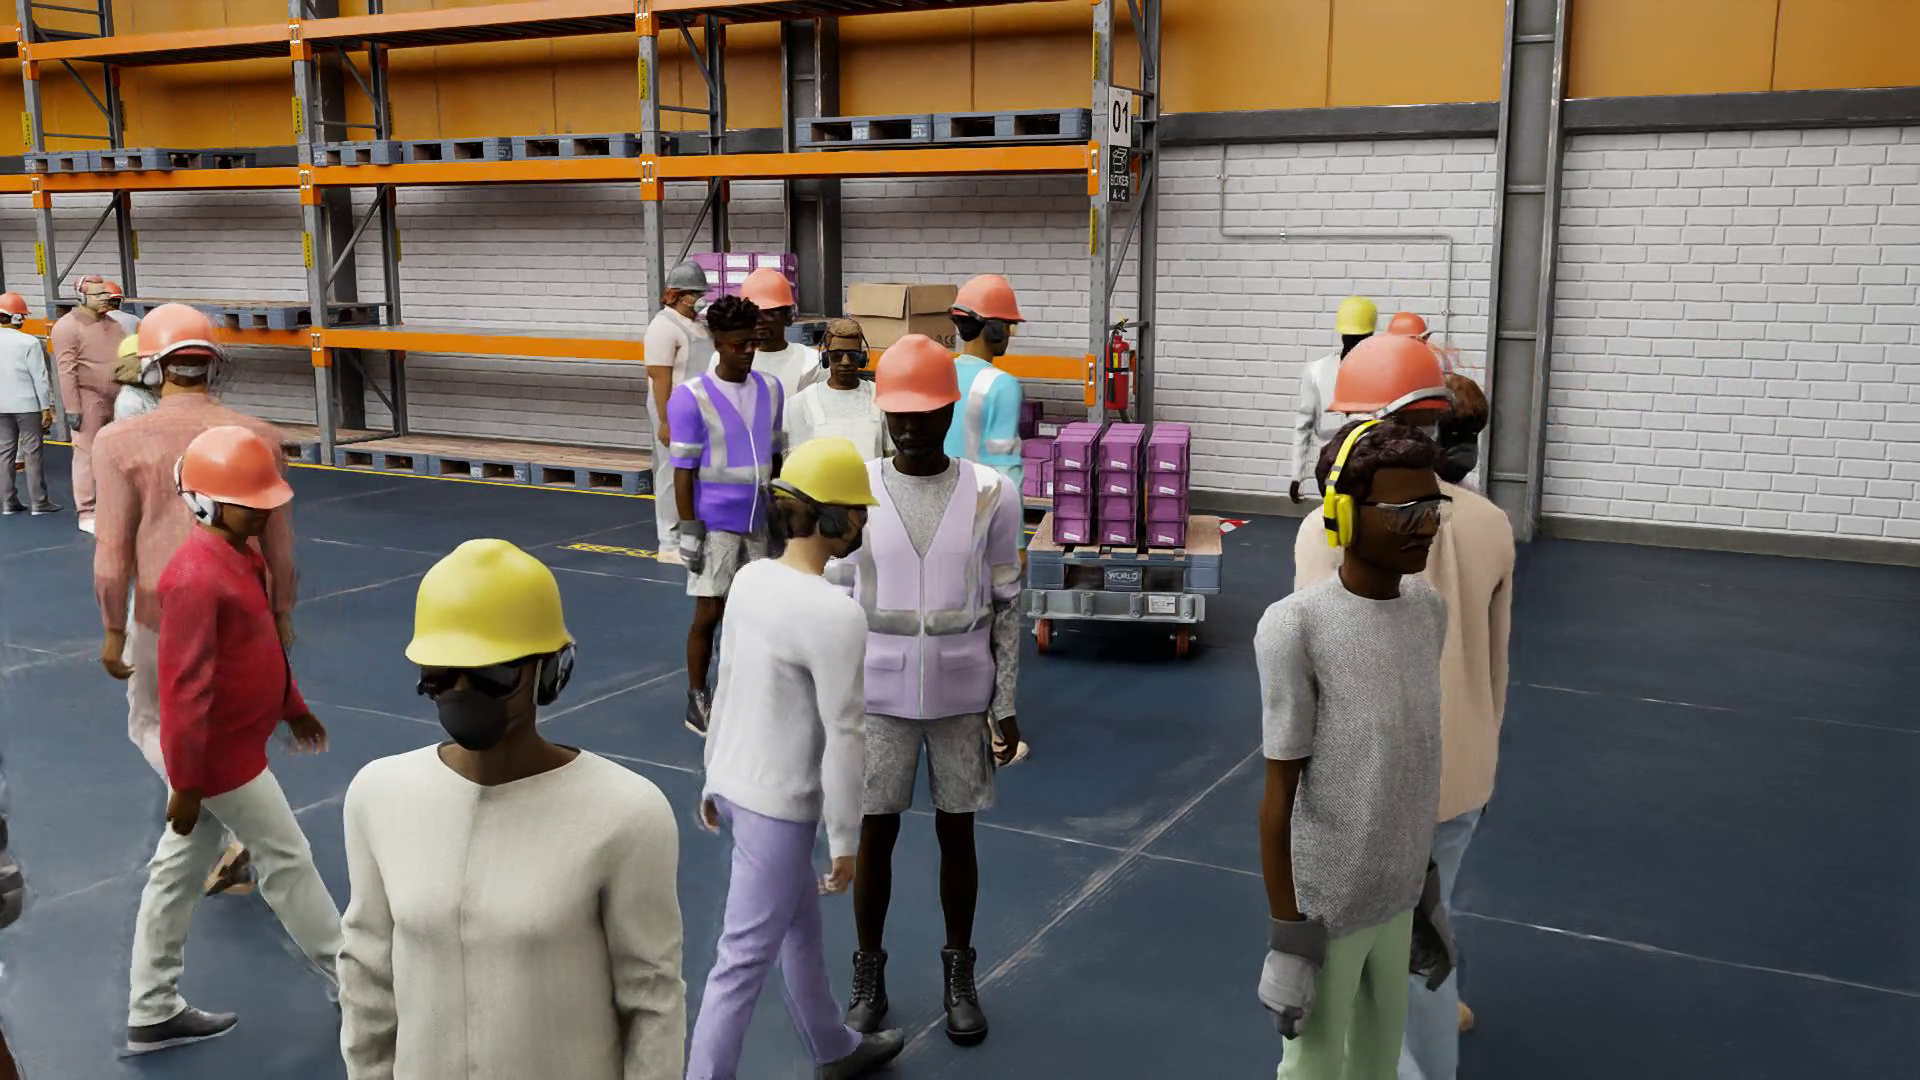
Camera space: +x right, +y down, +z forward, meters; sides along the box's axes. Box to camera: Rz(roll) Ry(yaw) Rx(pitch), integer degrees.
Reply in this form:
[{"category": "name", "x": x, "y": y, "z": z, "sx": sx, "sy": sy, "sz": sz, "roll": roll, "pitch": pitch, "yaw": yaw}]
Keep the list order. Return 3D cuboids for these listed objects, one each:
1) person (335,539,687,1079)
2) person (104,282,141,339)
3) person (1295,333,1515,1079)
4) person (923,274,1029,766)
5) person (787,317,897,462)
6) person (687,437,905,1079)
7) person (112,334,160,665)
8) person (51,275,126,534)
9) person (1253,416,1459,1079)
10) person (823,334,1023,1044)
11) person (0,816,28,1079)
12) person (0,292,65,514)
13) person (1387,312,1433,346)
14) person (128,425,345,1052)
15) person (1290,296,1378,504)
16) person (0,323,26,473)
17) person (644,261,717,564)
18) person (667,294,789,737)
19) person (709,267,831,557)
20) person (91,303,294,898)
[{"category": "person", "x": -0.659, "y": 0.869, "z": 2.456, "sx": 0.525, "sy": 1.772, "sz": 0.309, "roll": 1, "pitch": 10, "yaw": 7}, {"category": "person", "x": -8.203, "y": -1.631, "z": 16.200, "sx": 0.325, "sy": 1.752, "sz": 0.563, "roll": 5, "pitch": 12, "yaw": 27}, {"category": "person", "x": 0.973, "y": 0.528, "z": 3.772, "sx": 0.681, "sy": 1.971, "sz": 0.514, "roll": -6, "pitch": 12, "yaw": -31}, {"category": "person", "x": 0.087, "y": -0.076, "z": 6.914, "sx": 0.402, "sy": 2.035, "sz": 0.609, "roll": -7, "pitch": 12, "yaw": -33}, {"category": "person", "x": -0.514, "y": -0.073, "z": 7.452, "sx": 0.501, "sy": 1.839, "sz": 0.342, "roll": -2, "pitch": 11, "yaw": -13}, {"category": "person", "x": -0.378, "y": 0.617, "z": 3.985, "sx": 0.754, "sy": 1.712, "sz": 0.551, "roll": -7, "pitch": 12, "yaw": -33}, {"category": "person", "x": -4.115, "y": -0.183, "z": 8.425, "sx": 0.349, "sy": 1.698, "sz": 0.577, "roll": -3, "pitch": 11, "yaw": -18}, {"category": "person", "x": -6.397, "y": -1.012, "z": 12.391, "sx": 0.399, "sy": 1.908, "sz": 0.643, "roll": 2, "pitch": 11, "yaw": 12}, {"category": "person", "x": 0.747, "y": 0.701, "z": 3.100, "sx": 0.512, "sy": 1.872, "sz": 0.328, "roll": -9, "pitch": 14, "yaw": -41}, {"category": "person", "x": -0.104, "y": 0.419, "z": 4.458, "sx": 0.550, "sy": 1.935, "sz": 0.376, "roll": 0, "pitch": 10, "yaw": -2}, {"category": "person", "x": -2.204, "y": 0.640, "z": 3.298, "sx": 0.752, "sy": 1.920, "sz": 0.398, "roll": -5, "pitch": 12, "yaw": -26}, {"category": "person", "x": -7.428, "y": -1.072, "z": 13.136, "sx": 0.572, "sy": 1.750, "sz": 0.329, "roll": 2, "pitch": 10, "yaw": 8}, {"category": "person", "x": 2.675, "y": -0.493, "z": 10.003, "sx": 0.353, "sy": 1.740, "sz": 0.565, "roll": 5, "pitch": 11, "yaw": 24}, {"category": "person", "x": -1.872, "y": 0.531, "z": 4.473, "sx": 0.861, "sy": 1.693, "sz": 0.595, "roll": -4, "pitch": 11, "yaw": -22}, {"category": "person", "x": 2.168, "y": -0.401, "z": 9.129, "sx": 0.594, "sy": 1.880, "sz": 0.978, "roll": 7, "pitch": 13, "yaw": 36}, {"category": "person", "x": -8.932, "y": -1.529, "z": 15.327, "sx": 0.582, "sy": 1.871, "sz": 0.360, "roll": 6, "pitch": 12, "yaw": 30}, {"category": "person", "x": -1.821, "y": -0.867, "z": 11.228, "sx": 0.537, "sy": 2.000, "sz": 0.695, "roll": 3, "pitch": 11, "yaw": 17}, {"category": "person", "x": -1.004, "y": -0.098, "z": 7.307, "sx": 0.444, "sy": 1.945, "sz": 0.614, "roll": 9, "pitch": 13, "yaw": 39}, {"category": "person", "x": -0.884, "y": -0.250, "z": 7.833, "sx": 0.609, "sy": 2.044, "sz": 0.393, "roll": 1, "pitch": 10, "yaw": 4}, {"category": "person", "x": -2.452, "y": 0.227, "z": 5.401, "sx": 0.534, "sy": 1.973, "sz": 0.635, "roll": 9, "pitch": 13, "yaw": 39}]
